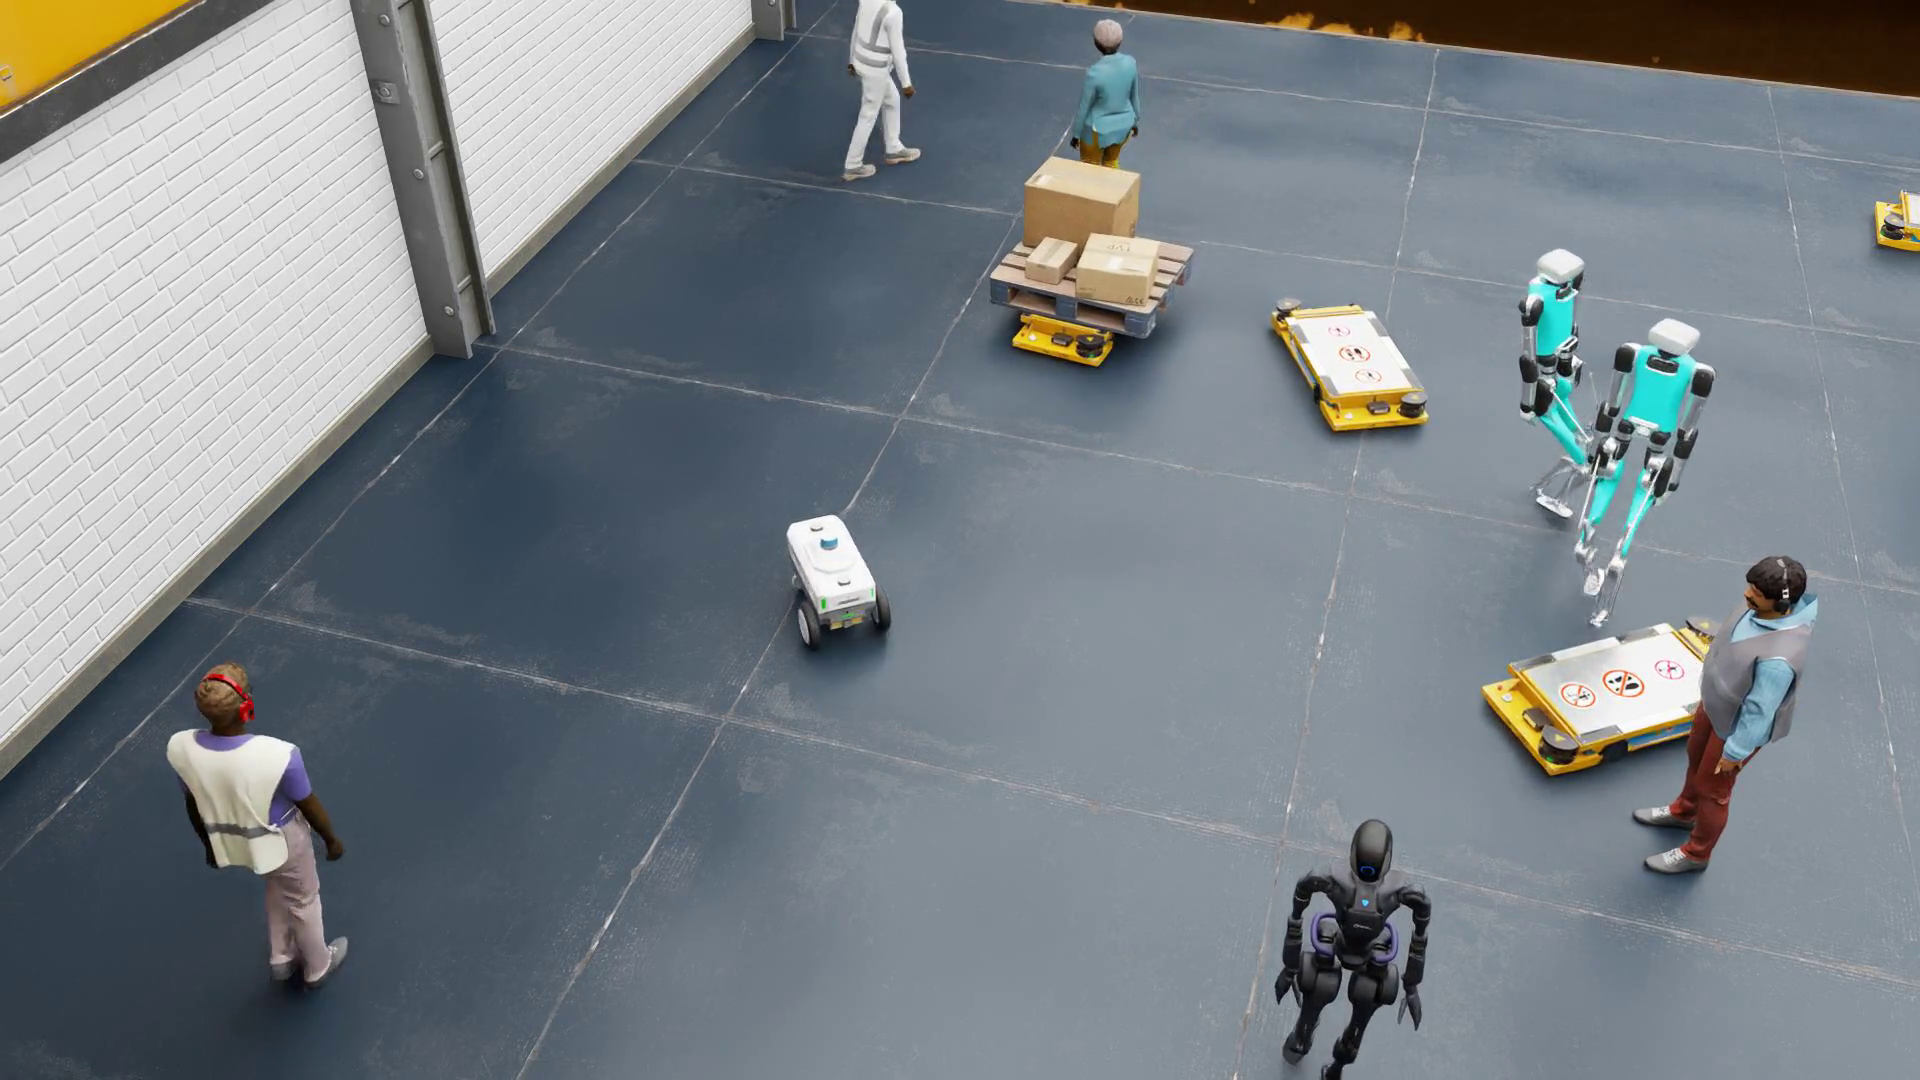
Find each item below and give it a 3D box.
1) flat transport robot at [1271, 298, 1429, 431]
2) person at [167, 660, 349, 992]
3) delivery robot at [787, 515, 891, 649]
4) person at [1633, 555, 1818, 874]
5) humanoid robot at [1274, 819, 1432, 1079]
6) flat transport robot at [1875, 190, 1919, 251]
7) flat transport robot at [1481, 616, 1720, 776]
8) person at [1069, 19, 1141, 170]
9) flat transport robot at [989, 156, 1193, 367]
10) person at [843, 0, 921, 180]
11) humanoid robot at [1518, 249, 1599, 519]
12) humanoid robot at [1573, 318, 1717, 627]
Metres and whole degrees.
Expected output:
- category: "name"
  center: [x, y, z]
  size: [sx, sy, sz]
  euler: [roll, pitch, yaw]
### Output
- category: "flat transport robot"
  center: [2.690, -1.244, 11.551]
  size: [0.659, 0.231, 1.431]
  euler: [-5, 39, -7]
- category: "person"
  center: [-2.967, 1.280, 7.167]
  size: [0.570, 1.824, 0.464]
  euler: [7, 39, 9]
- category: "delivery robot"
  center: [-0.733, 0.196, 9.509]
  size: [0.503, 0.566, 0.733]
  euler: [-14, 41, -16]
- category: "person"
  center: [3.594, 0.820, 7.708]
  size: [0.423, 1.869, 0.547]
  euler: [5, 39, 7]
- category: "humanoid robot"
  center: [1.595, 1.717, 6.745]
  size: [0.591, 1.651, 0.417]
  euler: [7, 39, 9]
- category: "flat transport robot"
  center: [7.957, -2.400, 12.990]
  size: [1.431, 0.231, 0.659]
  euler: [14, 41, 16]
- category: "flat transport robot"
  center: [3.618, 0.828, 8.974]
  size: [1.431, 0.231, 0.659]
  euler: [-12, 40, -15]
- category: "person"
  center: [1.101, -3.143, 12.735]
  size: [0.570, 1.733, 0.399]
  euler: [-20, 43, -23]
- category: "flat transport robot"
  center: [0.965, -1.752, 12.183]
  size: [0.659, 0.231, 1.431]
  euler: [16, 42, 19]
- category: "person"
  center: [-0.623, -3.824, 13.498]
  size: [0.829, 1.841, 0.597]
  euler: [-15, 41, -18]
- category: "humanoid robot"
  center: [3.626, -0.814, 9.875]
  size: [0.577, 1.800, 0.794]
  euler: [-31, 48, -33]
- category: "humanoid robot"
  center: [3.682, -0.320, 9.257]
  size: [0.543, 1.789, 0.711]
  euler: [26, 46, 29]
